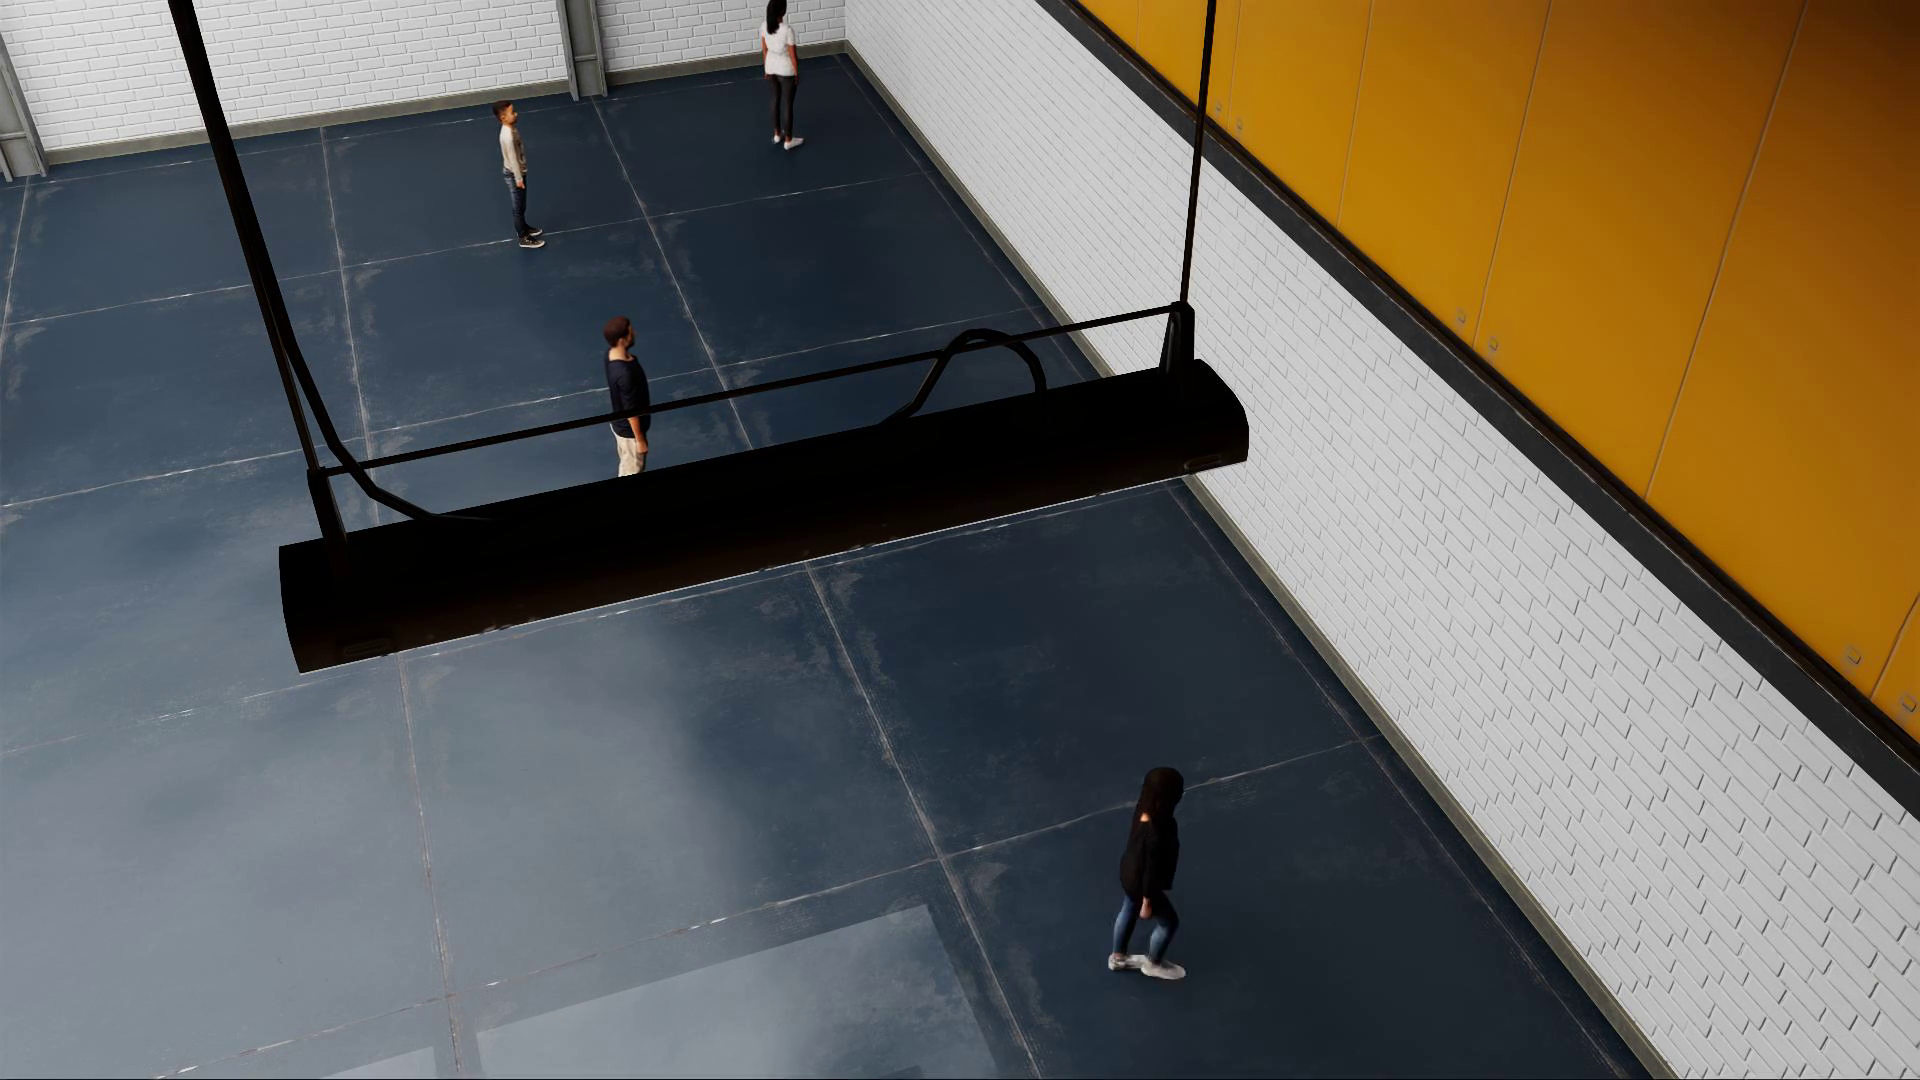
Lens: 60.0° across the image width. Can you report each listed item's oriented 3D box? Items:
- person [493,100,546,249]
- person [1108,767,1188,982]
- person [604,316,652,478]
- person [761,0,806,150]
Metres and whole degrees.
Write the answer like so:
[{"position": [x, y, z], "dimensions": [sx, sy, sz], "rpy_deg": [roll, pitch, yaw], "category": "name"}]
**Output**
[{"position": [-4.321, -3.573, 16.156], "dimensions": [0.547, 1.465, 0.571], "rpy_deg": [-7, 39, -9], "category": "person"}, {"position": [0.957, 1.866, 9.208], "dimensions": [0.744, 1.636, 0.689], "rpy_deg": [-3, 39, -4], "category": "person"}, {"position": [-2.477, -0.845, 12.429], "dimensions": [0.553, 1.851, 0.641], "rpy_deg": [-14, 41, -17], "category": "person"}, {"position": [-1.922, -5.005, 17.808], "dimensions": [0.687, 1.641, 0.744], "rpy_deg": [19, 42, 23], "category": "person"}]
